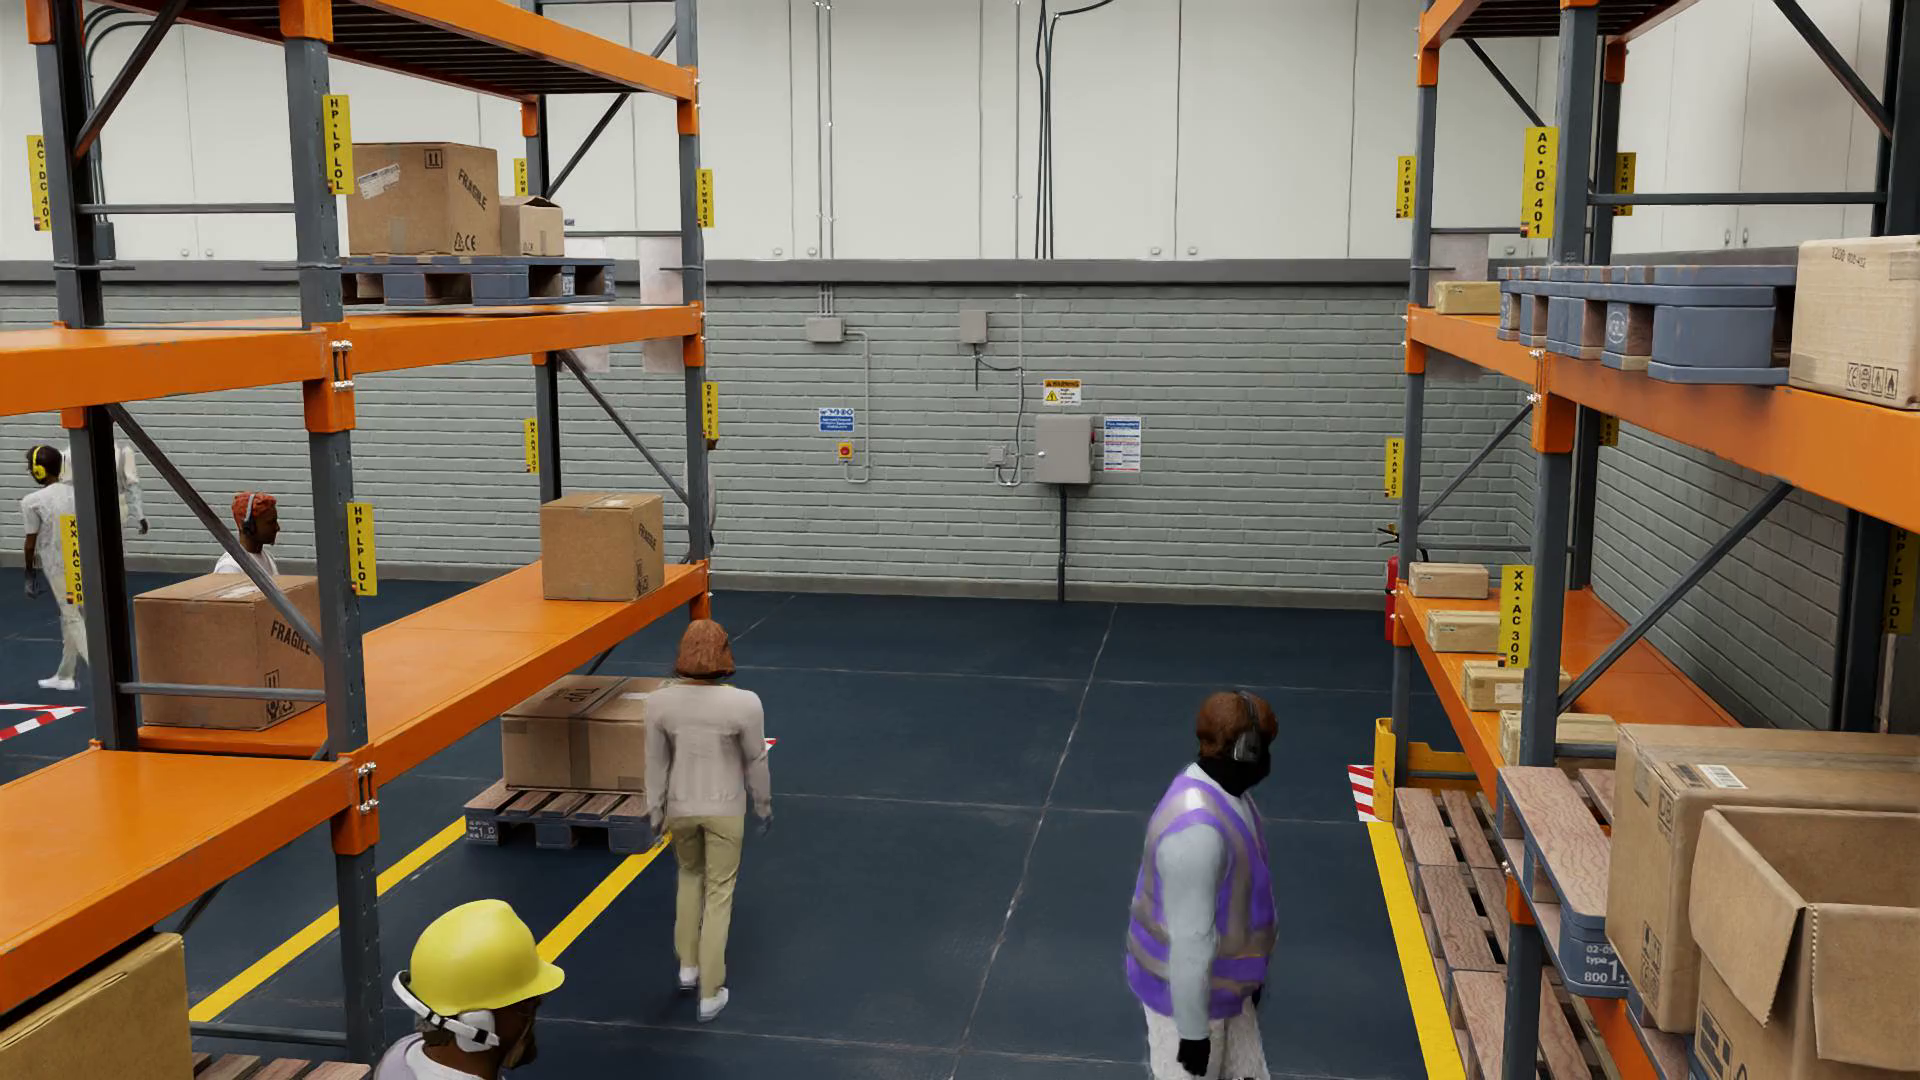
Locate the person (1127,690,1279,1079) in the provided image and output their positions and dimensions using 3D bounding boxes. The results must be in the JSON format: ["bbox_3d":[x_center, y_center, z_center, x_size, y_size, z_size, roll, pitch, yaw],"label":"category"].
[{"bbox_3d":[0.729,1.343,4.973,0.451,1.810,0.634,3,10,18],"label":"person"}]

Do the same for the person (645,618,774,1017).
[{"bbox_3d":[-1.027,1.119,6.873,0.498,1.618,0.555,2,9,10],"label":"person"}]

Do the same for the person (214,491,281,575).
[{"bbox_3d":[-3.731,0.676,8.835,0.358,1.880,0.575,0,9,-3],"label":"person"}]

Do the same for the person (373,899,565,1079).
[{"bbox_3d":[-0.935,1.595,3.301,0.404,1.830,0.603,-6,11,-34],"label":"person"}]

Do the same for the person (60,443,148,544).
[{"bbox_3d":[-7.393,-0.217,14.348,0.602,1.879,0.988,-7,12,-39],"label":"person"}]

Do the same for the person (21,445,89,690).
[{"bbox_3d":[-6.298,0.237,11.764,0.870,1.823,0.527,4,10,25],"label":"person"}]

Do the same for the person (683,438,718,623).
[{"bbox_3d":[-2.062,-0.067,13.434,0.329,1.872,0.511,-1,9,-5],"label":"person"}]
